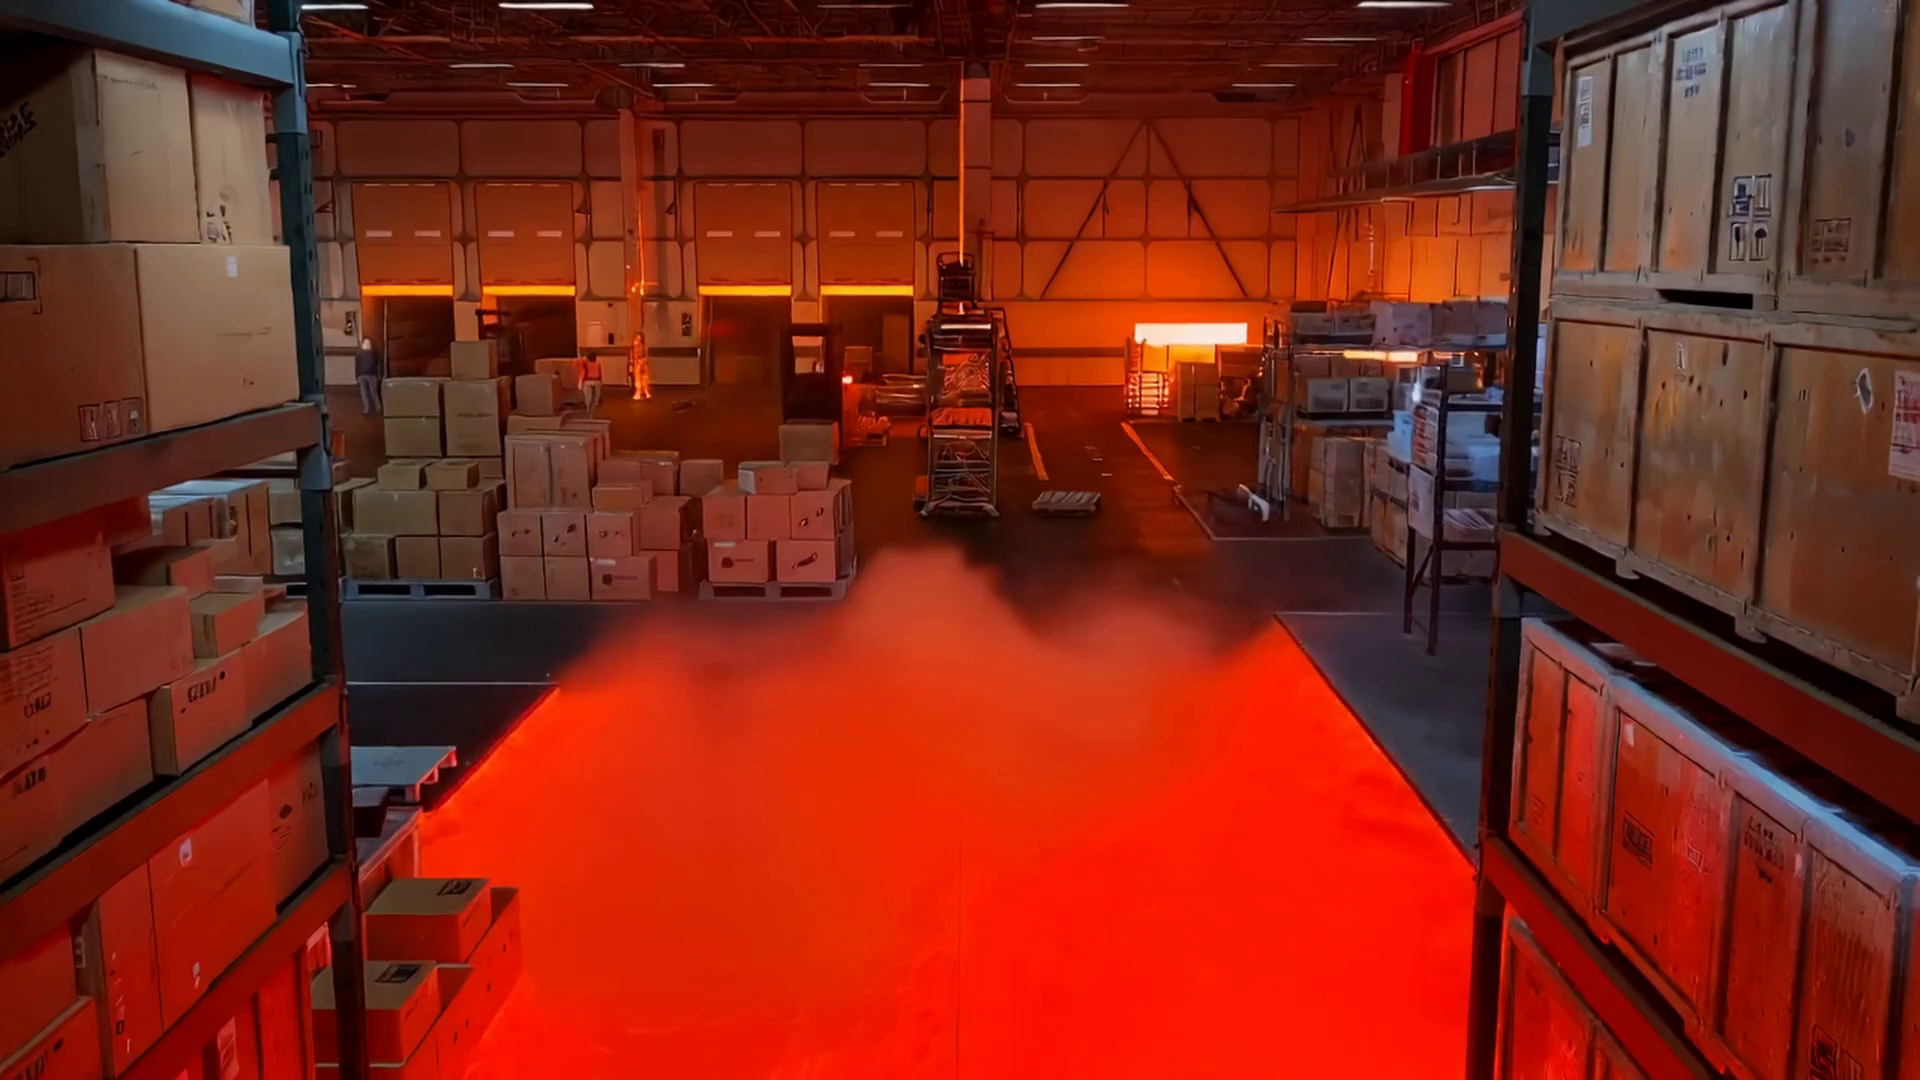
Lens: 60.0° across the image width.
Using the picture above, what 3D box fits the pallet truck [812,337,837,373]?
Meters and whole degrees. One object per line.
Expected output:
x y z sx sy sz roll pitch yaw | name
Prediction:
-3.021 -4.312 43.126 1.885 1.965 0.823 3 10 17 | pallet truck

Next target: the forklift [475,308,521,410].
-10.763 -4.011 38.844 1.129 2.768 1.873 0 10 1 | forklift

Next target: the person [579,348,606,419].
-8.680 -3.607 39.459 0.576 1.858 0.756 -7 12 -35 | person

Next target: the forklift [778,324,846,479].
-2.724 -2.533 30.315 1.129 2.768 1.873 0 10 1 | forklift

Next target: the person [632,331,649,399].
-9.084 -4.964 47.106 0.543 1.928 0.392 6 11 30 | person

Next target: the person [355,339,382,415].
-15.072 -4.157 42.420 0.627 1.934 0.370 -3 10 -15 | person
